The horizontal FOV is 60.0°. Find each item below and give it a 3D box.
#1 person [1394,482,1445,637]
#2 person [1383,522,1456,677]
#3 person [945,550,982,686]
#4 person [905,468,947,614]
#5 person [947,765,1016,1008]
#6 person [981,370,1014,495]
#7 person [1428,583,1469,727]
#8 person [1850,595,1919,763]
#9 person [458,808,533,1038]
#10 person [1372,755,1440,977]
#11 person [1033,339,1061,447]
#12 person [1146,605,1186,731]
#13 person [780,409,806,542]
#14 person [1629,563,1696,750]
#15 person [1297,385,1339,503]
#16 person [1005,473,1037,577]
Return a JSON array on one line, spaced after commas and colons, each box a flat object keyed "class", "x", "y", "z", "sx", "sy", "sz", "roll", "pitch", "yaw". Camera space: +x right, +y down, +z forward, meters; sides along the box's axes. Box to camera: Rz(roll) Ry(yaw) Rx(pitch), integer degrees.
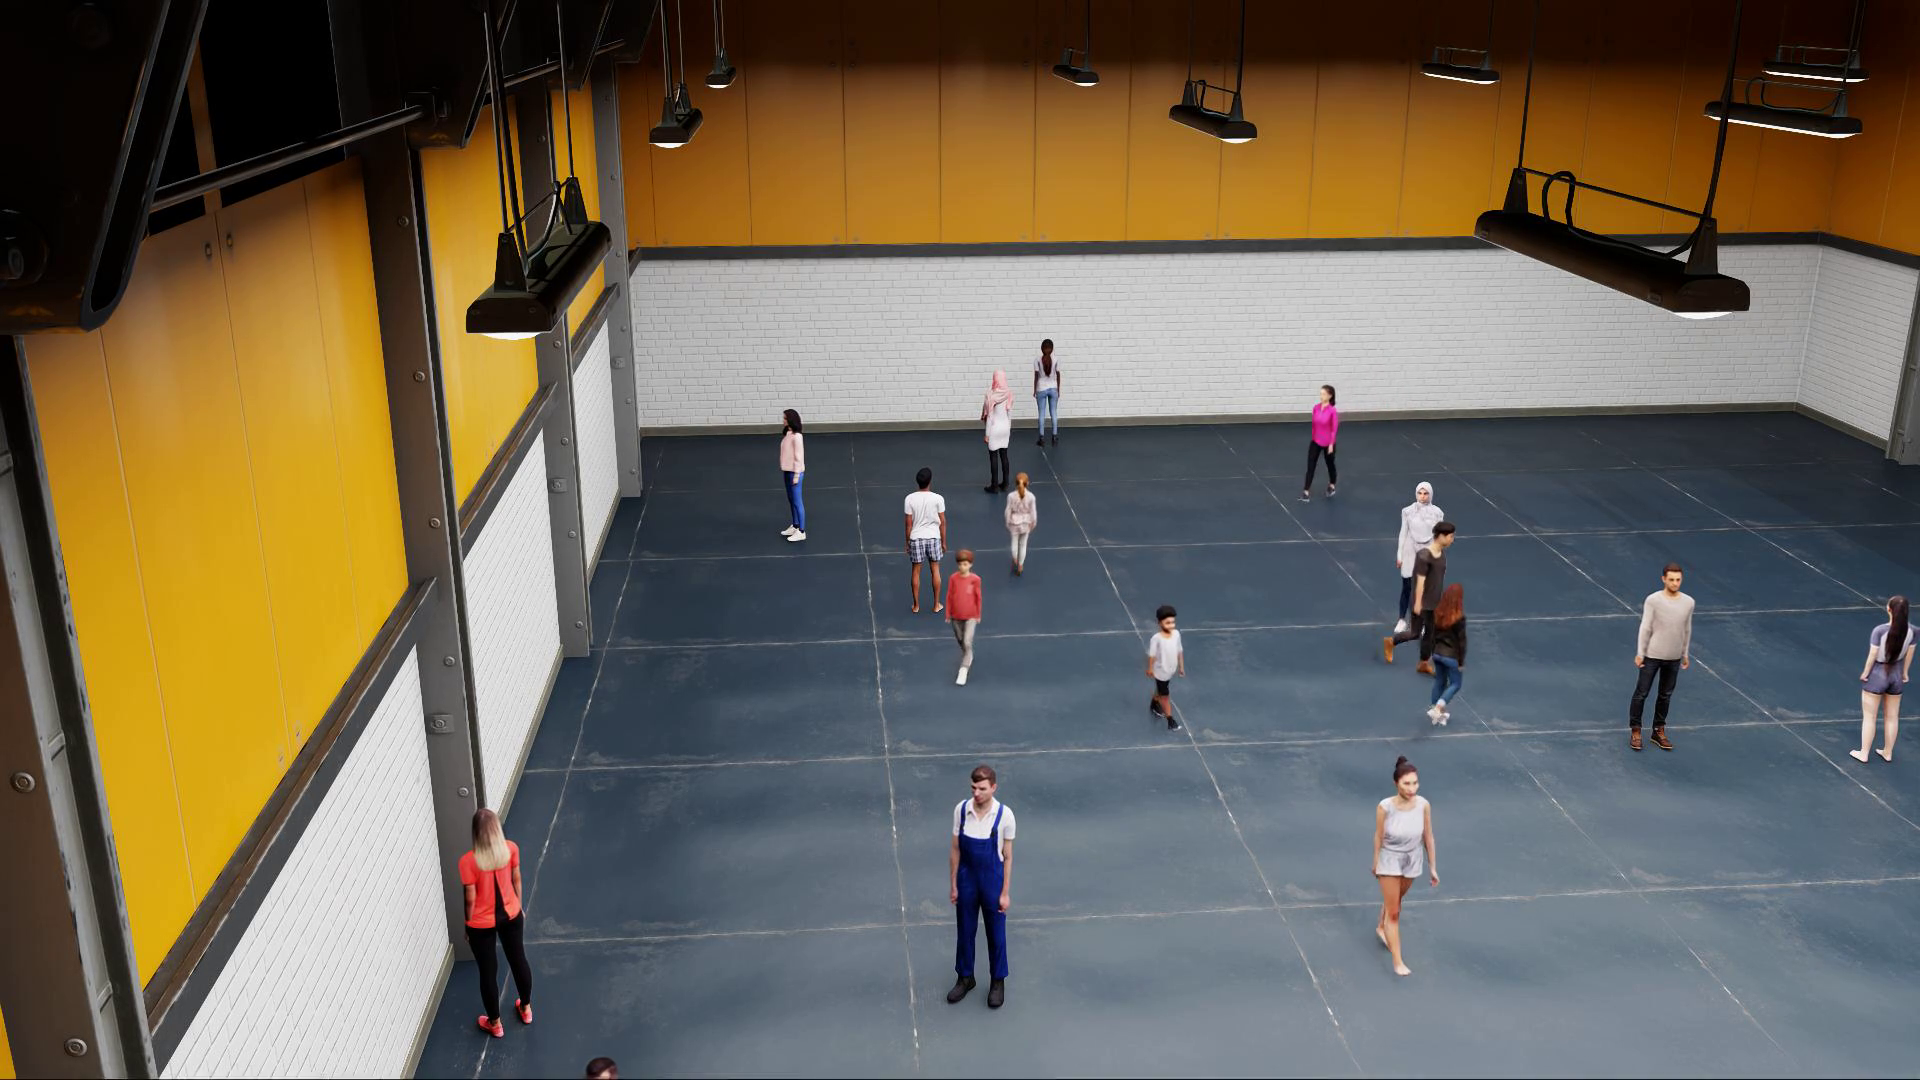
[{"class": "person", "x": 5.166, "y": 0.202, "z": 18.730, "sx": 0.687, "sy": 1.775, "sz": 0.661, "roll": 5, "pitch": 19, "yaw": 16}, {"class": "person", "x": 4.872, "y": 0.608, "z": 17.671, "sx": 0.967, "sy": 1.681, "sz": 1.059, "roll": -14, "pitch": 23, "yaw": -36}, {"class": "person", "x": 0.054, "y": 0.766, "z": 17.651, "sx": 0.734, "sy": 1.393, "sz": 1.009, "roll": 5, "pitch": 19, "yaw": 14}, {"class": "person", "x": -0.408, "y": 0.004, "z": 19.378, "sx": 0.662, "sy": 1.735, "sz": 0.569, "roll": 1, "pitch": 19, "yaw": 3}, {"class": "person", "x": 0.163, "y": 2.450, "z": 11.936, "sx": 0.701, "sy": 1.851, "sz": 0.687, "roll": 5, "pitch": 19, "yaw": 15}, {"class": "person", "x": 0.551, "y": -1.565, "z": 23.931, "sx": 0.740, "sy": 1.804, "sz": 0.763, "roll": -13, "pitch": 22, "yaw": -33}, {"class": "person", "x": 4.768, "y": 1.149, "z": 16.387, "sx": 0.777, "sy": 1.475, "sz": 0.702, "roll": -14, "pitch": 23, "yaw": -35}, {"class": "person", "x": 8.710, "y": 1.305, "z": 15.649, "sx": 0.593, "sy": 1.649, "sz": 0.503, "roll": -1, "pitch": 19, "yaw": -3}, {"class": "person", "x": -3.243, "y": 2.648, "z": 11.594, "sx": 0.678, "sy": 1.693, "sz": 0.708, "roll": -15, "pitch": 24, "yaw": -38}, {"class": "person", "x": 3.283, "y": 2.389, "z": 12.540, "sx": 0.653, "sy": 1.580, "sz": 0.990, "roll": -4, "pitch": 19, "yaw": -12}, {"class": "person", "x": 1.385, "y": -2.350, "z": 26.394, "sx": 0.582, "sy": 1.719, "sz": 0.509, "roll": -2, "pitch": 19, "yaw": -6}, {"class": "person", "x": 2.010, "y": 1.233, "z": 16.531, "sx": 0.687, "sy": 1.223, "sz": 0.957, "roll": -8, "pitch": 20, "yaw": -23}, {"class": "person", "x": -2.191, "y": -0.870, "z": 21.921, "sx": 0.772, "sy": 1.768, "sz": 0.594, "roll": -8, "pitch": 20, "yaw": -21}, {"class": "person", "x": 6.721, "y": 1.100, "z": 15.921, "sx": 0.676, "sy": 1.866, "sz": 0.571, "roll": 0, "pitch": 19, "yaw": 0}, {"class": "person", "x": 5.200, "y": -1.359, "z": 23.554, "sx": 1.089, "sy": 1.655, "sz": 1.128, "roll": 16, "pitch": 24, "yaw": 39}, {"class": "person", "x": 0.746, "y": -0.184, "z": 20.628, "sx": 0.616, "sy": 1.294, "sz": 0.764, "roll": 2, "pitch": 19, "yaw": 6}]
